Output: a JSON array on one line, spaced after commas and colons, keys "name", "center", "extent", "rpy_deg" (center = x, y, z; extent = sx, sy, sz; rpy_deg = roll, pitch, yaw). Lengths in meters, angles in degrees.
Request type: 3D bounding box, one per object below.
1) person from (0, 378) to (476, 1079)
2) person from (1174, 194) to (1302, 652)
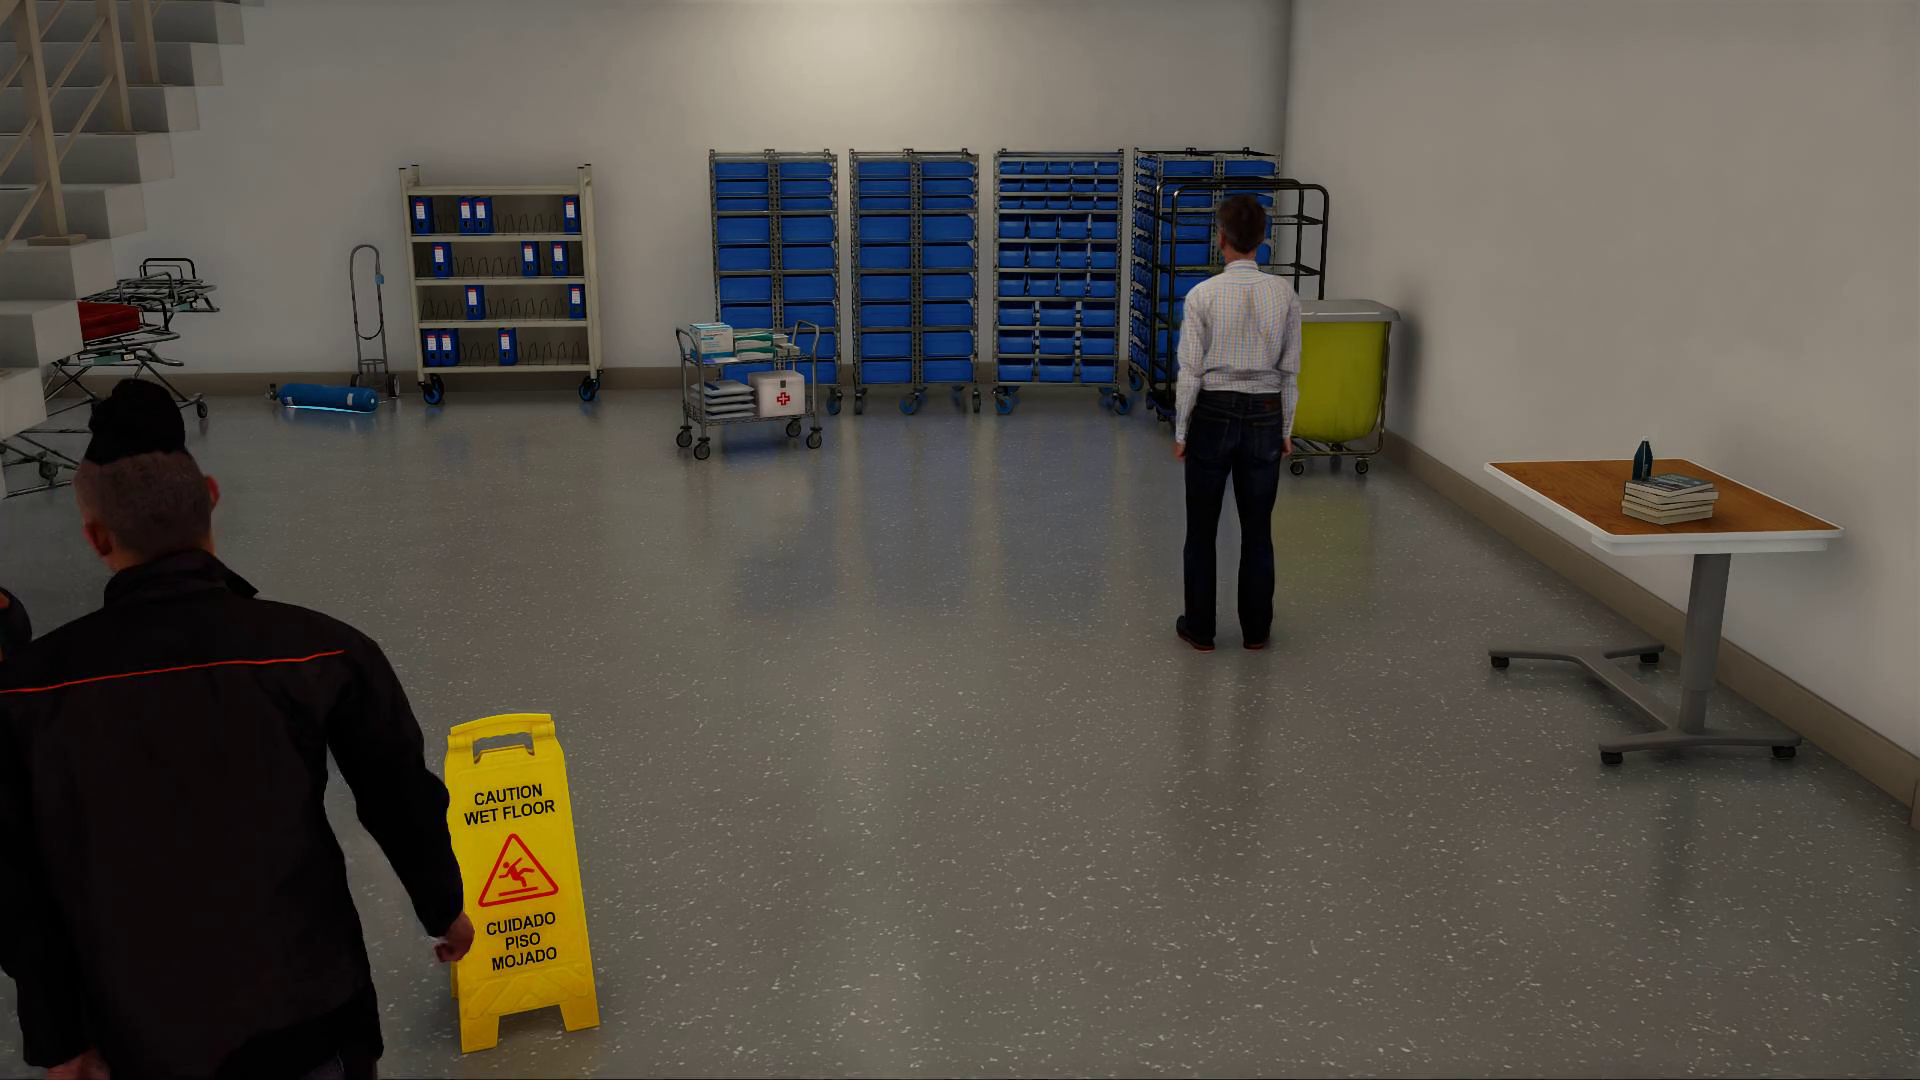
[{"name": "person", "center": [-1.083, 0.719, 2.448], "extent": [0.849, 1.819, 1.110], "rpy_deg": [-2, 16, -6]}, {"name": "person", "center": [1.090, -0.458, 6.618], "extent": [0.647, 1.823, 0.547], "rpy_deg": [0, 16, 1]}]
